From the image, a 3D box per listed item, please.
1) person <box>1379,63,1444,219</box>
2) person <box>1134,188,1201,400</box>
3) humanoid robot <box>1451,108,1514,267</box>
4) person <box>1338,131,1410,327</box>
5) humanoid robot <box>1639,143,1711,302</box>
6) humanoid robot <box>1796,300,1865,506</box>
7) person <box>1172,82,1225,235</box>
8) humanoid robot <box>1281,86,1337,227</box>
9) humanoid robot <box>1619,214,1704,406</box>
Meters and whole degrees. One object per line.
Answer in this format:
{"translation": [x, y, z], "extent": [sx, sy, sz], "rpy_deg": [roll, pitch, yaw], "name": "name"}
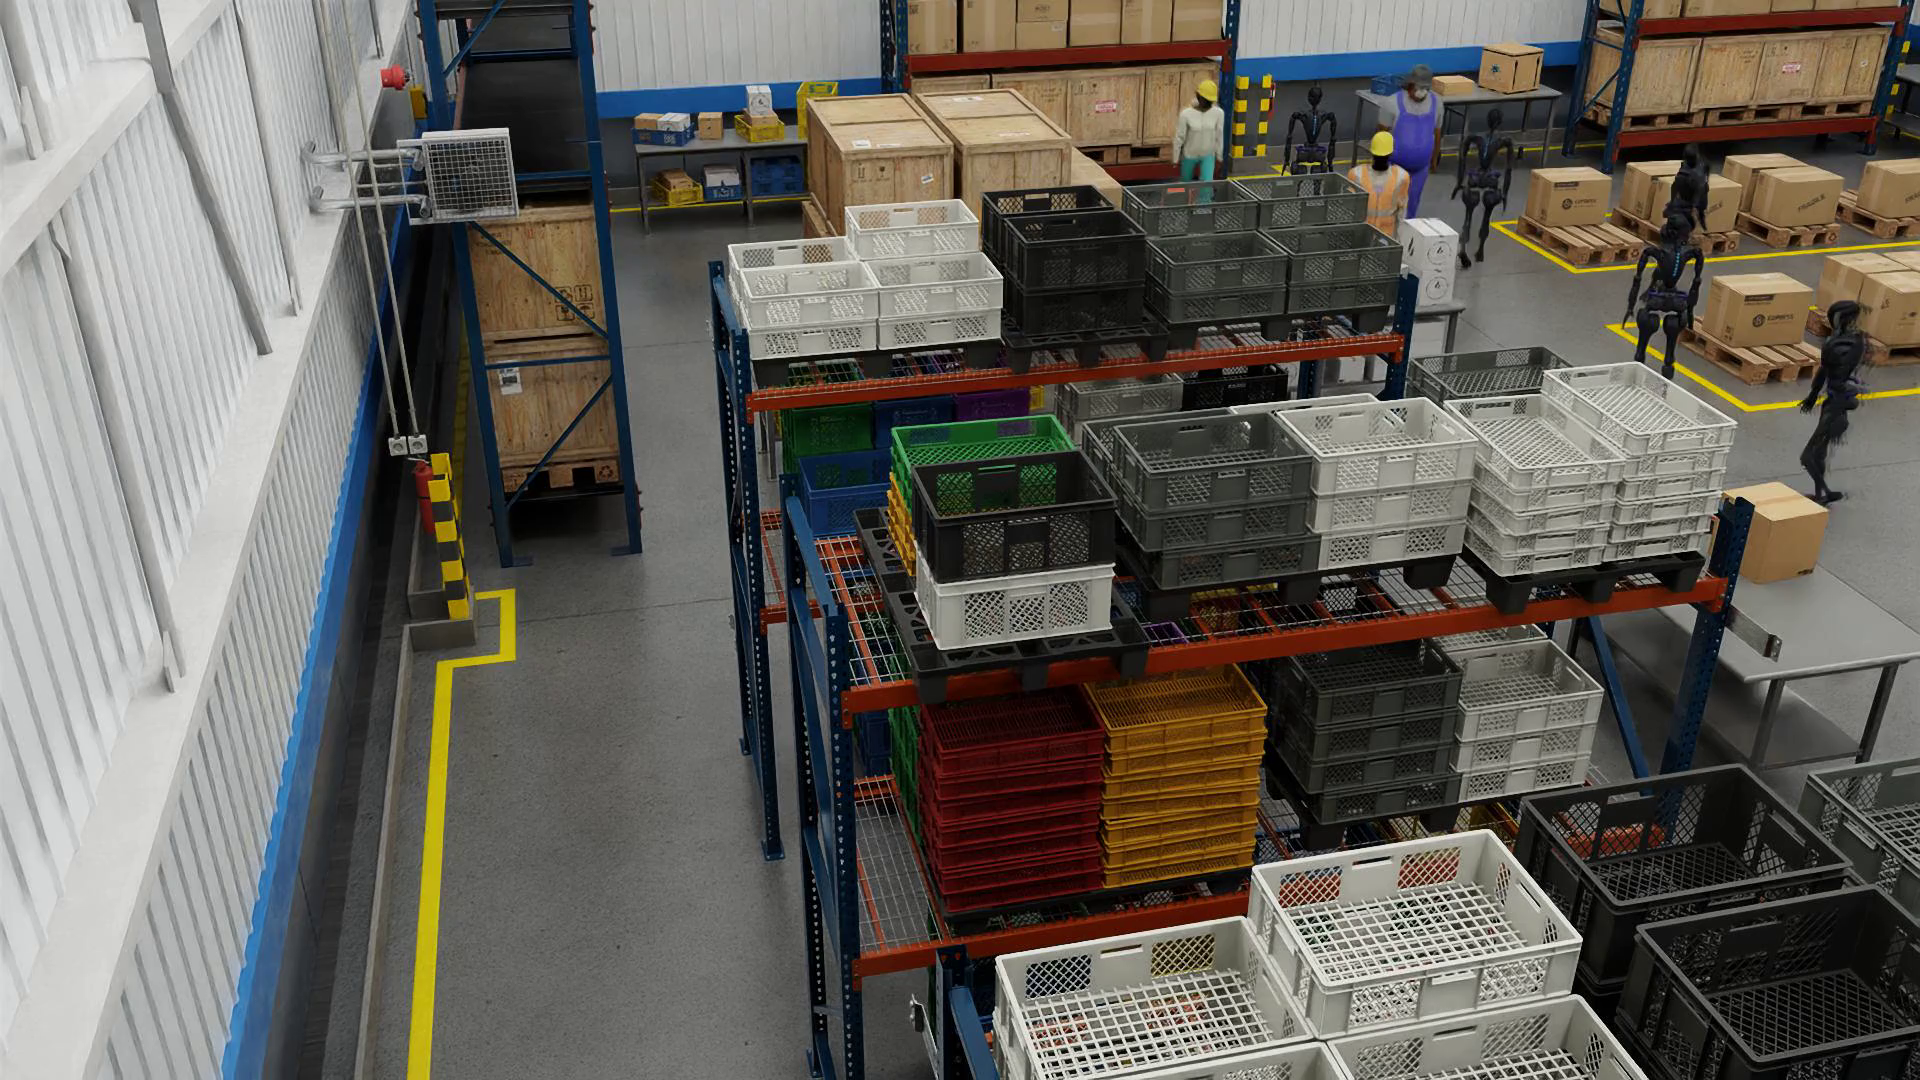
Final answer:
{"translation": [4.885, -4.180, 18.080], "extent": [0.695, 2.000, 0.579], "rpy_deg": [-1, 28, -1], "name": "person"}
{"translation": [1.800, -2.178, 14.413], "extent": [0.664, 1.914, 1.008], "rpy_deg": [21, 35, 35], "name": "person"}
{"translation": [5.509, -3.728, 17.611], "extent": [0.592, 1.631, 0.576], "rpy_deg": [9, 29, 17], "name": "humanoid robot"}
{"translation": [3.936, -2.940, 15.854], "extent": [0.589, 1.929, 0.371], "rpy_deg": [4, 28, 7], "name": "person"}
{"translation": [7.218, -3.165, 16.560], "extent": [0.644, 1.629, 0.384], "rpy_deg": [-19, 33, -31], "name": "humanoid robot"}
{"translation": [6.500, -1.016, 12.467], "extent": [0.429, 1.635, 0.573], "rpy_deg": [11, 30, 20], "name": "humanoid robot"}
{"translation": [2.673, -4.278, 18.611], "extent": [0.591, 1.710, 0.892], "rpy_deg": [-1, 28, -2], "name": "person"}
{"translation": [3.887, -4.218, 18.536], "extent": [0.579, 1.652, 0.328], "rpy_deg": [1, 28, 3], "name": "humanoid robot"}
{"translation": [6.037, -1.981, 14.298], "extent": [0.596, 1.648, 0.365], "rpy_deg": [4, 28, 8], "name": "humanoid robot"}
